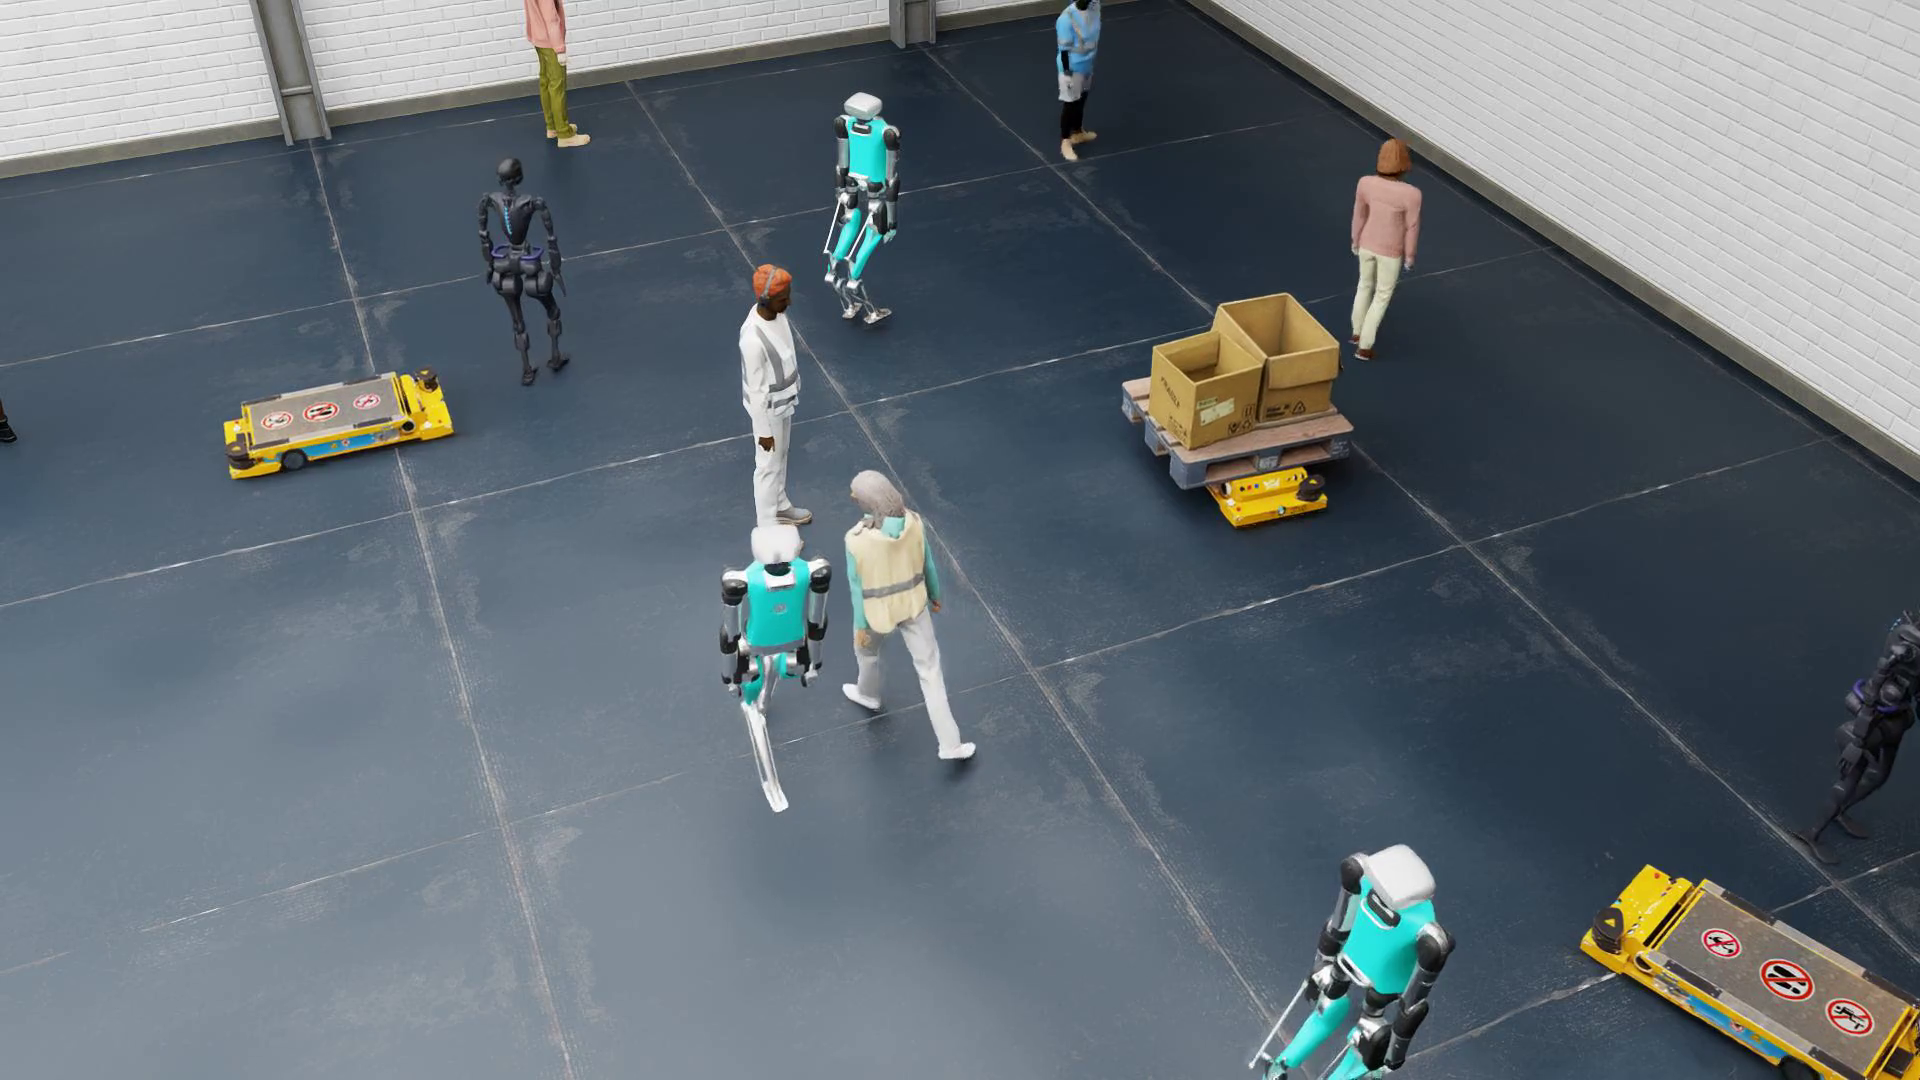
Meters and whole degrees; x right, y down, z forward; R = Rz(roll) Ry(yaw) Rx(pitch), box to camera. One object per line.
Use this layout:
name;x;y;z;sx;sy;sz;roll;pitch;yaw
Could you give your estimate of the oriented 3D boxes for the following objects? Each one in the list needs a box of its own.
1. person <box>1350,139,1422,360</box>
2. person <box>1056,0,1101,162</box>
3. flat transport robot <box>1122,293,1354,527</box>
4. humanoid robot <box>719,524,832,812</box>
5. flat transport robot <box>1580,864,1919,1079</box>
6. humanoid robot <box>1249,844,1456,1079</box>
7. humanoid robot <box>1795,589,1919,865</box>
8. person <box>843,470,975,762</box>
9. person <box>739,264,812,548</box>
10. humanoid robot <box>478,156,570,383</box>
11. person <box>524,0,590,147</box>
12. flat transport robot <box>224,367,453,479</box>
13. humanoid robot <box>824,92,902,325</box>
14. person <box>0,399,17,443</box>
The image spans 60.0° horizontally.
person;2.993;-2.052;11.852;0.514;1.642;0.381;30;47;33
person;1.069;-4.167;14.550;0.332;1.666;0.686;25;44;29
flat transport robot;1.822;-0.615;11.075;0.659;0.231;1.431;-12;39;-15
humanoid robot;-0.996;0.461;8.487;0.574;1.753;0.992;-11;39;-13
flat transport robot;3.669;2.041;7.617;1.431;0.231;0.659;31;47;34
humanoid robot;1.437;1.966;6.546;0.664;1.835;0.543;-20;42;-24
humanoid robot;4.470;0.866;7.988;0.598;1.656;0.348;-21;42;-25
person;-0.292;0.394;8.615;0.535;1.663;0.852;-15;40;-18
person;-1.120;-0.802;9.990;0.338;1.885;0.582;5;38;7
humanoid robot;-3.050;-1.891;11.580;0.584;1.656;0.382;4;38;5
person;-3.630;-4.395;14.708;0.374;1.837;0.521;-21;42;-25
flat transport robot;-4.240;-0.804;11.320;1.431;0.231;0.659;-14;40;-18
humanoid robot;-0.775;-2.307;11.962;0.533;1.677;0.735;20;42;24
person;-6.608;-1.364;10.689;0.369;1.928;0.542;7;38;9
